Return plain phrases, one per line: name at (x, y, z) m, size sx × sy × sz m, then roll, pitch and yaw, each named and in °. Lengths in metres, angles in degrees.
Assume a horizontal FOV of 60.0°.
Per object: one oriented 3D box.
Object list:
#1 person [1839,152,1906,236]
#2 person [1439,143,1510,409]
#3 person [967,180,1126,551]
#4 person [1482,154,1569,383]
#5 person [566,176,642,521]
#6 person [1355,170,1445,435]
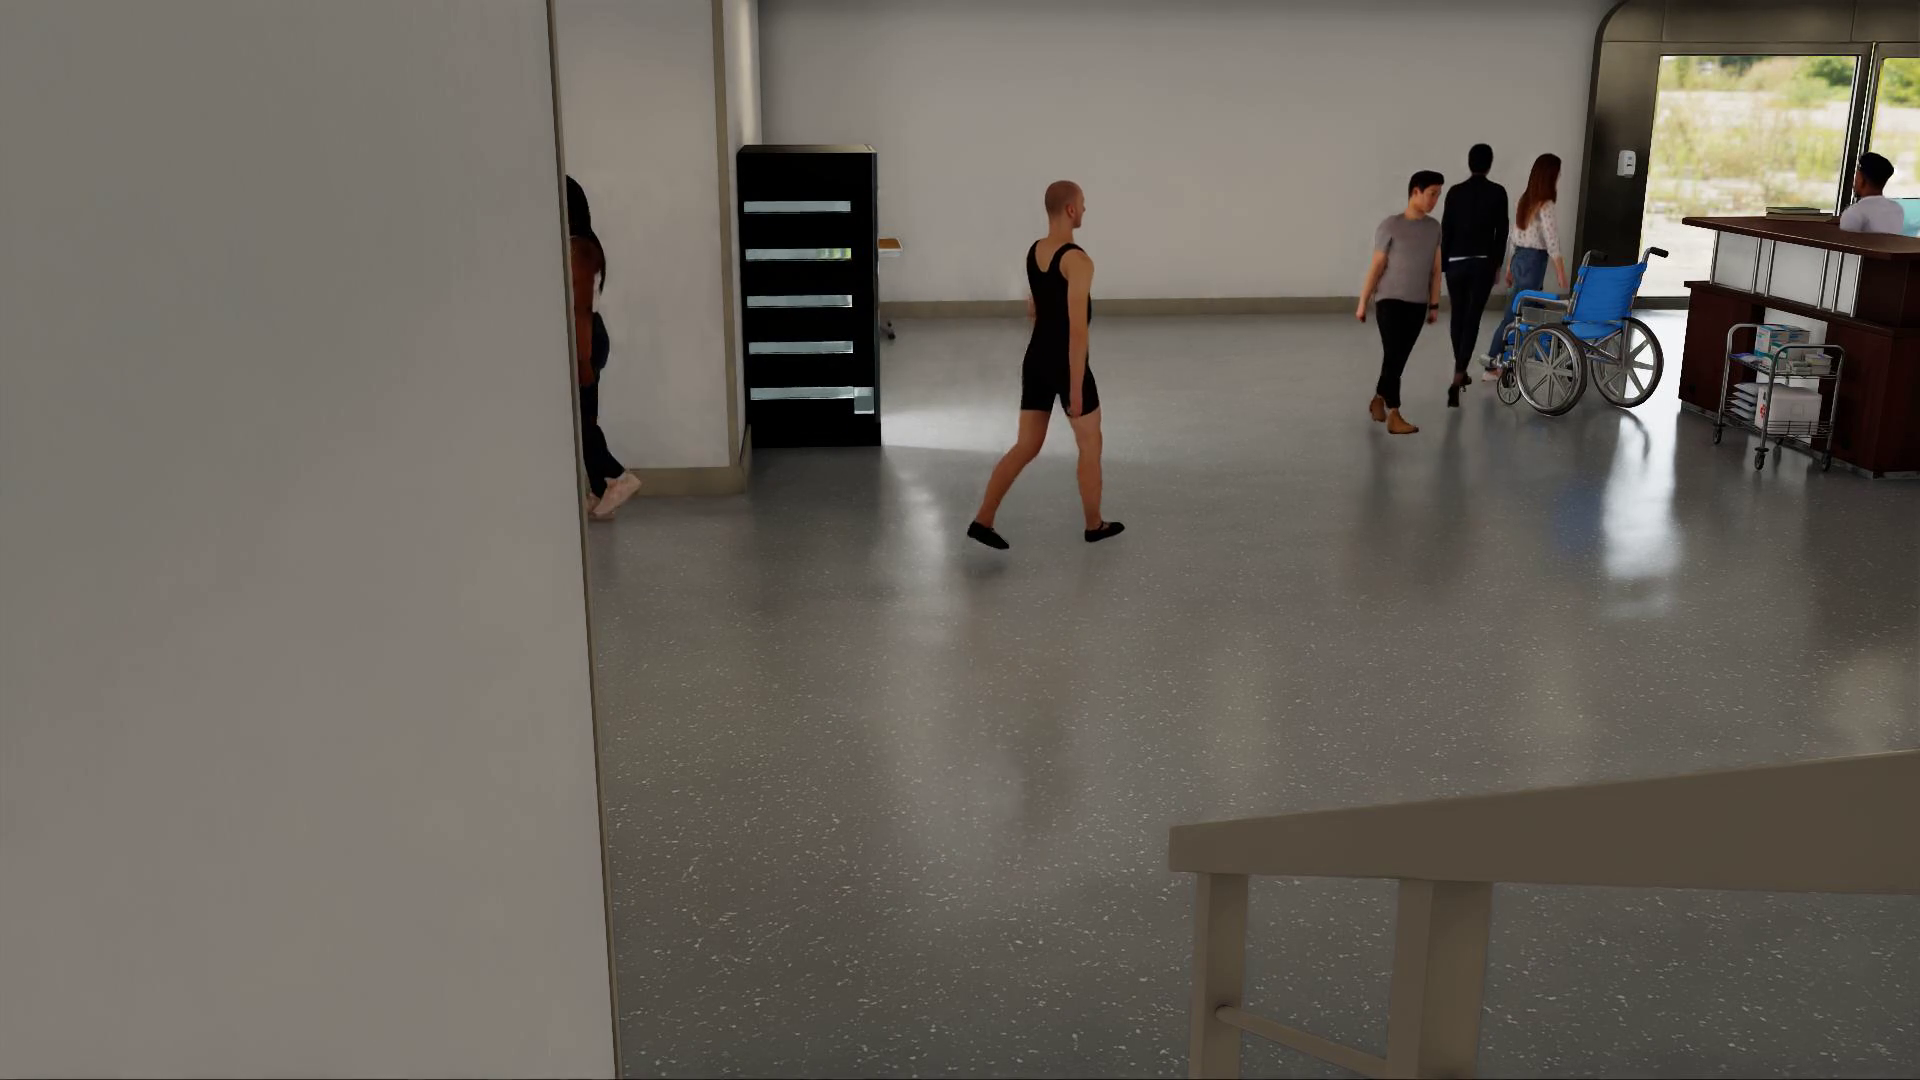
person at (5.884, -1.583, 10.792) m, size 0.793 × 1.799 × 1.058 m, roll -5°, pitch 17°, yaw -18°
person at (3.522, -1.782, 11.523) m, size 1.005 × 1.785 × 1.179 m, roll 8°, pitch 18°, yaw 27°
person at (0.379, -0.786, 7.999) m, size 1.115 × 1.780 × 1.199 m, roll -11°, pitch 19°, yaw -33°
person at (4.170, -2.002, 12.464) m, size 0.640 × 1.698 × 0.895 m, roll -2°, pitch 16°, yaw -7°
person at (-1.878, -0.964, 8.607) m, size 0.735 × 1.794 × 0.688 m, roll -4°, pitch 16°, yaw -15°
person at (2.881, -1.547, 10.920) m, size 0.756 × 1.661 × 1.084 m, roll -2°, pitch 16°, yaw -8°
